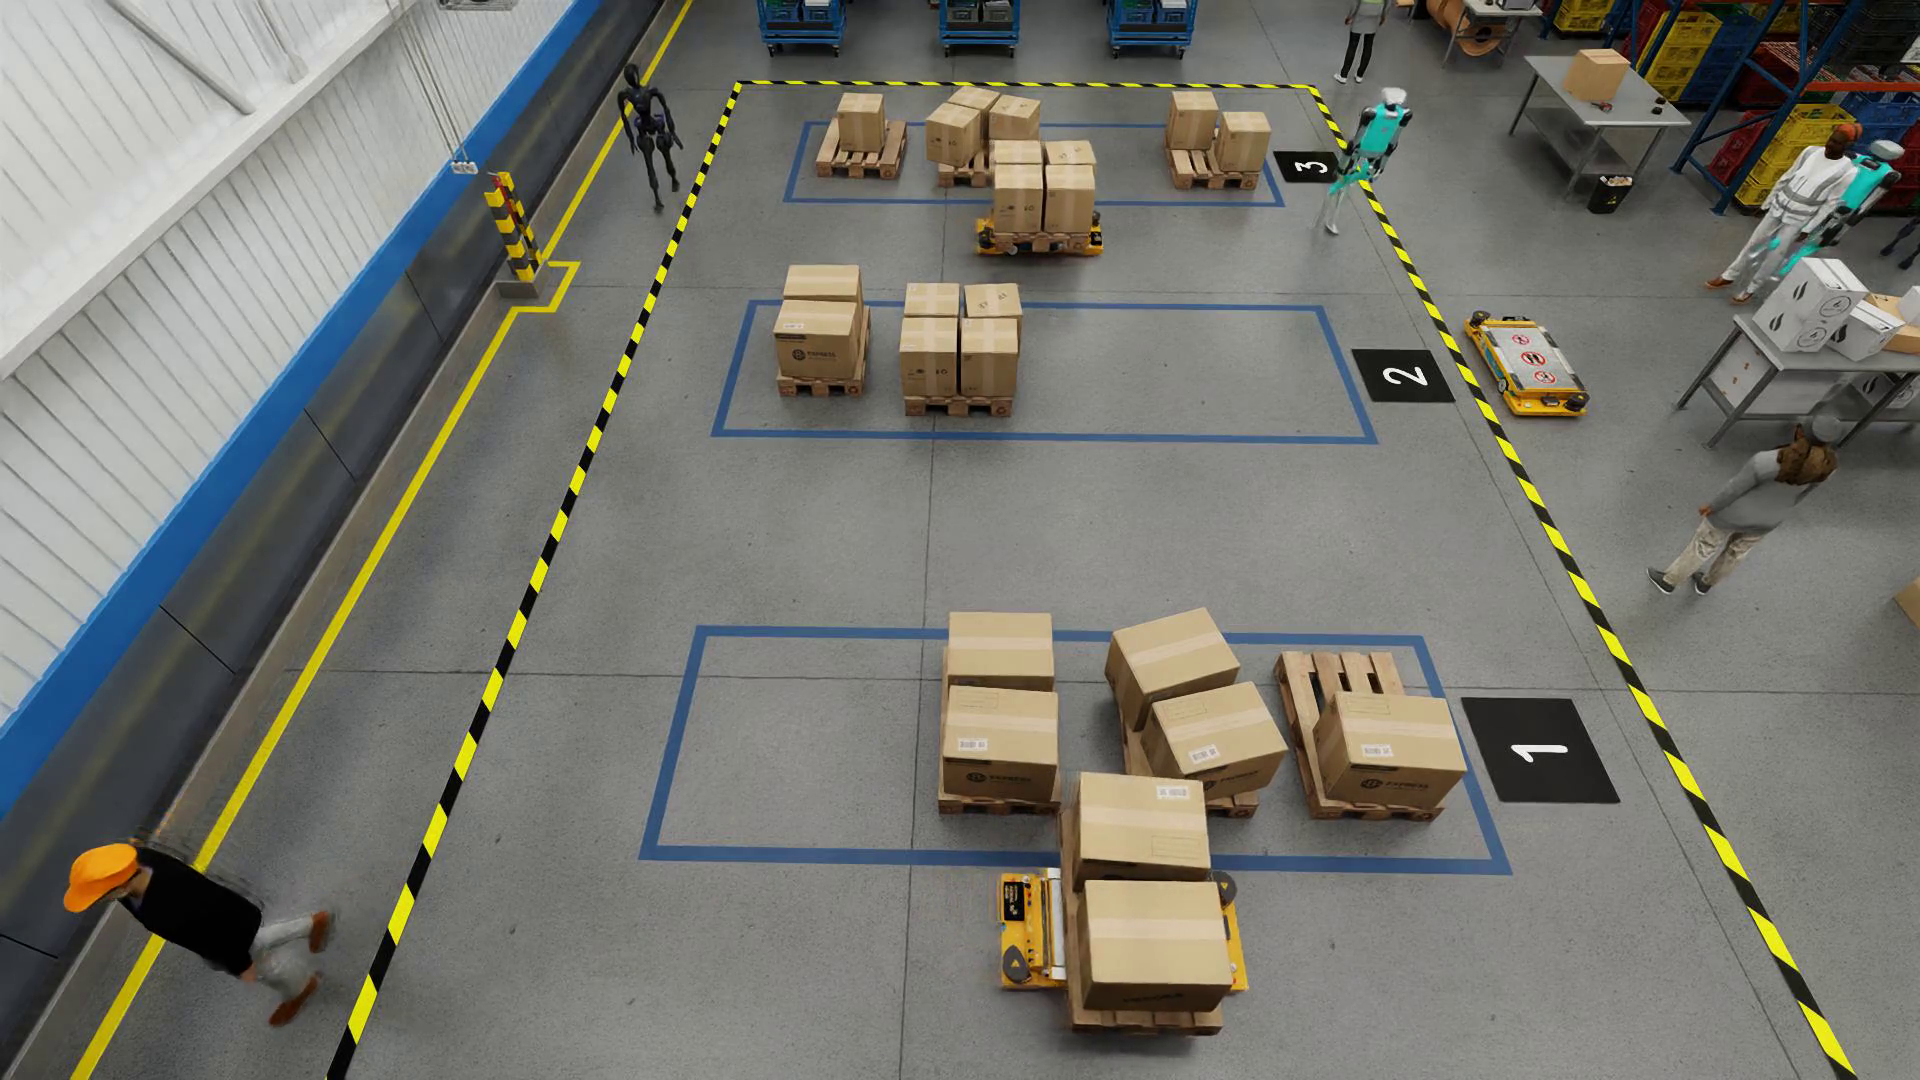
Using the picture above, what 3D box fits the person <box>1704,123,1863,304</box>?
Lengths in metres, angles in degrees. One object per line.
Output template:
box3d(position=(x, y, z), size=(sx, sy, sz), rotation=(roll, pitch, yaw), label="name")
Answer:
box3d(position=(8.422, -3.295, 9.318), size=(0.353, 1.881, 0.574), rotation=(-13, 50, -11), label="person")

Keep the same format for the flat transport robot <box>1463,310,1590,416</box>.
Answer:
box3d(position=(5.573, -1.757, 9.054), size=(0.659, 0.231, 1.431), rotation=(1, 49, 1), label="flat transport robot")

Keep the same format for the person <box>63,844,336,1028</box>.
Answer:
box3d(position=(-3.820, 2.005, 4.739), size=(0.590, 1.867, 0.511), rotation=(24, 53, 19), label="person")

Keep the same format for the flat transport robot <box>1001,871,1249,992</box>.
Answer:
box3d(position=(0.965, 2.328, 5.499), size=(1.431, 0.197, 0.652), rotation=(1, 49, 1), label="flat transport robot")

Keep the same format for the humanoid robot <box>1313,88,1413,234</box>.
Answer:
box3d(position=(4.421, -4.184, 10.242), size=(0.562, 1.868, 0.759), rotation=(-3, 49, -3), label="humanoid robot")

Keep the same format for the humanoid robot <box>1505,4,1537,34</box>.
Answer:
box3d(position=(8.699, -8.576, 14.011), size=(0.549, 1.815, 0.756), rotation=(-1, 49, -1), label="humanoid robot")

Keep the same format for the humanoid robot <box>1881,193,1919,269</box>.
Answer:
box3d(position=(10.683, -3.696, 9.793), size=(0.352, 1.649, 0.609), rotation=(-31, 56, -24), label="humanoid robot")

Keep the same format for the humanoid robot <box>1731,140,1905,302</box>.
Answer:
box3d(position=(8.490, -3.085, 9.272), size=(0.911, 1.780, 0.529), rotation=(-16, 51, -13), label="humanoid robot")

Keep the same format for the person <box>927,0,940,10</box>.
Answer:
box3d(position=(-0.402, -9.684, 14.811), size=(0.366, 1.939, 0.634), rotation=(-7, 50, -6), label="person")

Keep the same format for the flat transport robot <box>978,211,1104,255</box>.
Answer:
box3d(position=(0.921, -3.570, 10.605), size=(1.431, 0.197, 0.652), rotation=(1, 49, 1), label="flat transport robot")

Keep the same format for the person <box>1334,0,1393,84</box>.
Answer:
box3d(position=(5.742, -7.436, 12.926), size=(0.589, 1.847, 0.406), rotation=(0, 49, 0), label="person")

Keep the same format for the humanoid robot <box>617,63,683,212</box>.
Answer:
box3d(position=(-3.598, -4.744, 10.743), size=(0.612, 1.622, 0.792), rotation=(-7, 49, -6), label="humanoid robot")

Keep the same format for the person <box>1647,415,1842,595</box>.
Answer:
box3d(position=(5.776, -0.209, 6.720), size=(0.561, 1.769, 0.394), rotation=(4, 49, 3), label="person")
